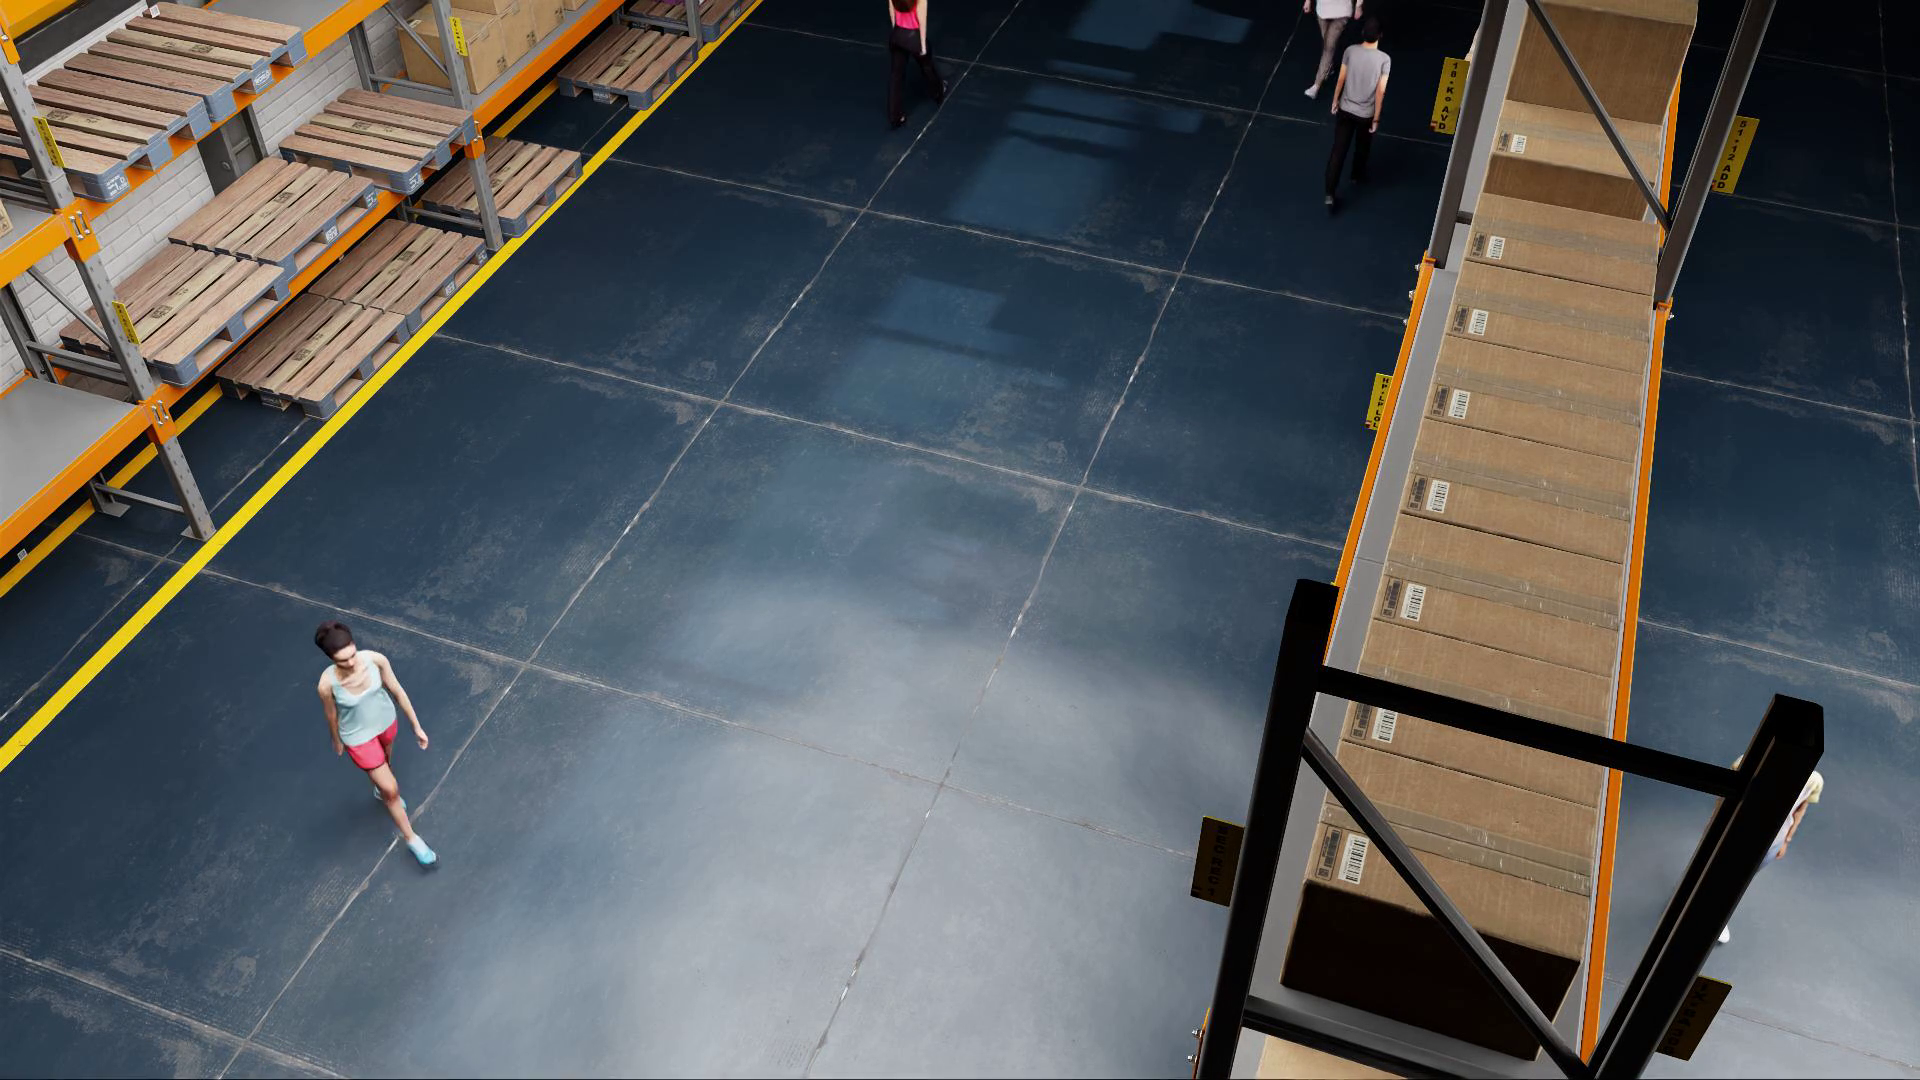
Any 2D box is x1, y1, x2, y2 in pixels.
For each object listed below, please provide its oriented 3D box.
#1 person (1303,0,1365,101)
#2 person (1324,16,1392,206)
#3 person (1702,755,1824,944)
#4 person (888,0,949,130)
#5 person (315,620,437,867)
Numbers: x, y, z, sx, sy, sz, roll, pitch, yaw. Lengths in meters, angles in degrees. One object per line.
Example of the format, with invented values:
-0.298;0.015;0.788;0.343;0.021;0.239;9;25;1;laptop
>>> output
3.738;-5.314;16.430;0.908;1.791;1.207;26;50;25;person
3.535;-3.793;14.881;0.665;1.726;1.148;16;46;16;person
4.361;1.611;9.211;0.648;1.723;0.585;9;44;9;person
-0.523;-4.714;15.929;0.664;1.614;1.111;20;47;19;person
-3.506;1.064;9.779;0.874;1.731;1.025;31;52;28;person
